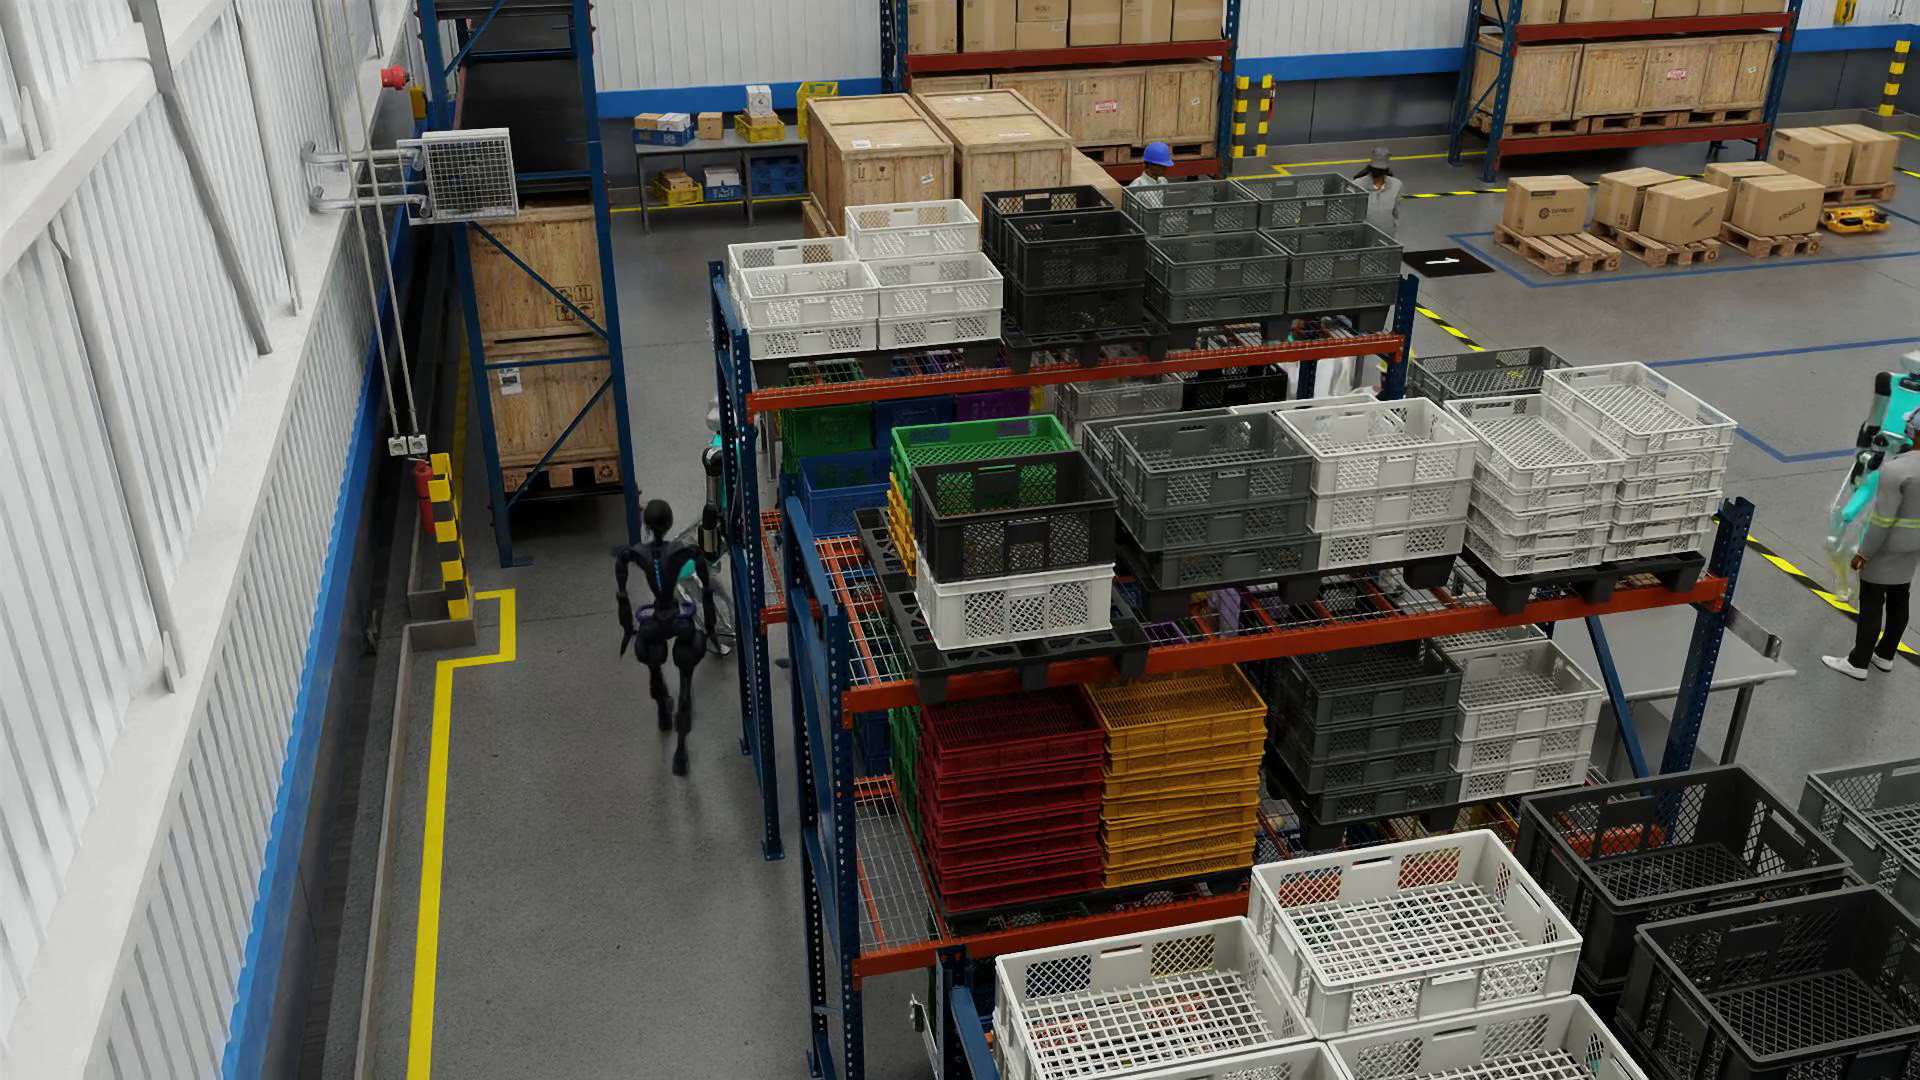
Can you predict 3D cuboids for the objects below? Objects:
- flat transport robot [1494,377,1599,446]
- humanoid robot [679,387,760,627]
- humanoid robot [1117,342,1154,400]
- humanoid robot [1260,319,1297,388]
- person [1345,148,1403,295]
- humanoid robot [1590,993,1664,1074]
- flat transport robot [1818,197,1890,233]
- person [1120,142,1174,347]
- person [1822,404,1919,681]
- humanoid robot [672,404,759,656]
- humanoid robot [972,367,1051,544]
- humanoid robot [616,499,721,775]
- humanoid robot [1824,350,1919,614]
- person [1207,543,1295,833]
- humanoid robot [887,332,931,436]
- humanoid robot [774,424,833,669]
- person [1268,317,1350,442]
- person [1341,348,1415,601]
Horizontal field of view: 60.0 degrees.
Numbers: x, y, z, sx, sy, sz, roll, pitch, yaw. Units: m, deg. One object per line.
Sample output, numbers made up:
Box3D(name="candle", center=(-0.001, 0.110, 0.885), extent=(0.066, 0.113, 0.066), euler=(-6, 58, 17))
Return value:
Box3D(name="flat transport robot", center=(4.780, -1.036, 14.013), extent=(0.659, 0.231, 1.431), euler=(-6, 28, -12))
Box3D(name="humanoid robot", center=(-1.599, -0.150, 10.712), extent=(0.678, 1.766, 0.541), euler=(3, 28, 5))
Box3D(name="humanoid robot", center=(1.378, -0.879, 12.286), extent=(0.786, 1.635, 0.589), euler=(-24, 36, -37))
Box3D(name="humanoid robot", center=(2.499, -0.848, 12.085), extent=(0.654, 1.801, 0.532), euler=(-11, 30, -20))
Box3D(name="person", center=(3.918, -2.887, 15.918), extent=(0.564, 1.764, 0.401), euler=(-4, 28, -8))
Box3D(name="humanoid robot", center=(2.061, 2.305, 6.168), extent=(0.893, 1.825, 0.548), euler=(-2, 28, -4))
Box3D(name="flat transport robot", center=(10.097, -3.909, 19.434), extent=(0.652, 0.197, 1.431), euler=(-6, 28, -12))
Box3D(name="person", center=(1.740, -2.723, 15.462), extent=(0.406, 1.908, 0.606), euler=(20, 34, 32))
Box3D(name="person", center=(5.793, 0.005, 10.340), extent=(0.596, 1.849, 0.385), euler=(-11, 30, -20))
Box3D(name="humanoid robot", center=(-1.631, -0.098, 10.510), extent=(0.735, 1.681, 0.533), euler=(11, 30, 19))
Box3D(name="humanoid robot", center=(0.433, -0.238, 10.969), extent=(1.008, 1.765, 0.530), euler=(12, 30, 21))
Box3D(name="humanoid robot", center=(-1.686, 0.502, 9.608), extent=(0.593, 1.632, 0.692), euler=(-1, 28, -2))
Box3D(name="humanoid robot", center=(6.126, -0.353, 11.153), extent=(0.793, 1.769, 0.573), euler=(-17, 32, -29))
Box3D(name="person", center=(1.569, 0.664, 8.889), extent=(0.389, 2.040, 0.609), euler=(-16, 32, -27))
Box3D(name="humanoid robot", center=(-0.473, -0.899, 12.243), extent=(0.599, 1.639, 0.388), euler=(-5, 28, -10))
Box3D(name="humanoid robot", center=(-1.014, 0.014, 10.520), extent=(0.597, 1.635, 0.611), euler=(-24, 36, -38))
Box3D(name="person", center=(2.418, -0.714, 11.697), extent=(0.613, 1.874, 0.435), euler=(0, 28, 0))
Box3D(name="person", center=(2.842, -0.440, 11.208), extent=(0.404, 1.829, 0.590), euler=(-25, 37, -39))
